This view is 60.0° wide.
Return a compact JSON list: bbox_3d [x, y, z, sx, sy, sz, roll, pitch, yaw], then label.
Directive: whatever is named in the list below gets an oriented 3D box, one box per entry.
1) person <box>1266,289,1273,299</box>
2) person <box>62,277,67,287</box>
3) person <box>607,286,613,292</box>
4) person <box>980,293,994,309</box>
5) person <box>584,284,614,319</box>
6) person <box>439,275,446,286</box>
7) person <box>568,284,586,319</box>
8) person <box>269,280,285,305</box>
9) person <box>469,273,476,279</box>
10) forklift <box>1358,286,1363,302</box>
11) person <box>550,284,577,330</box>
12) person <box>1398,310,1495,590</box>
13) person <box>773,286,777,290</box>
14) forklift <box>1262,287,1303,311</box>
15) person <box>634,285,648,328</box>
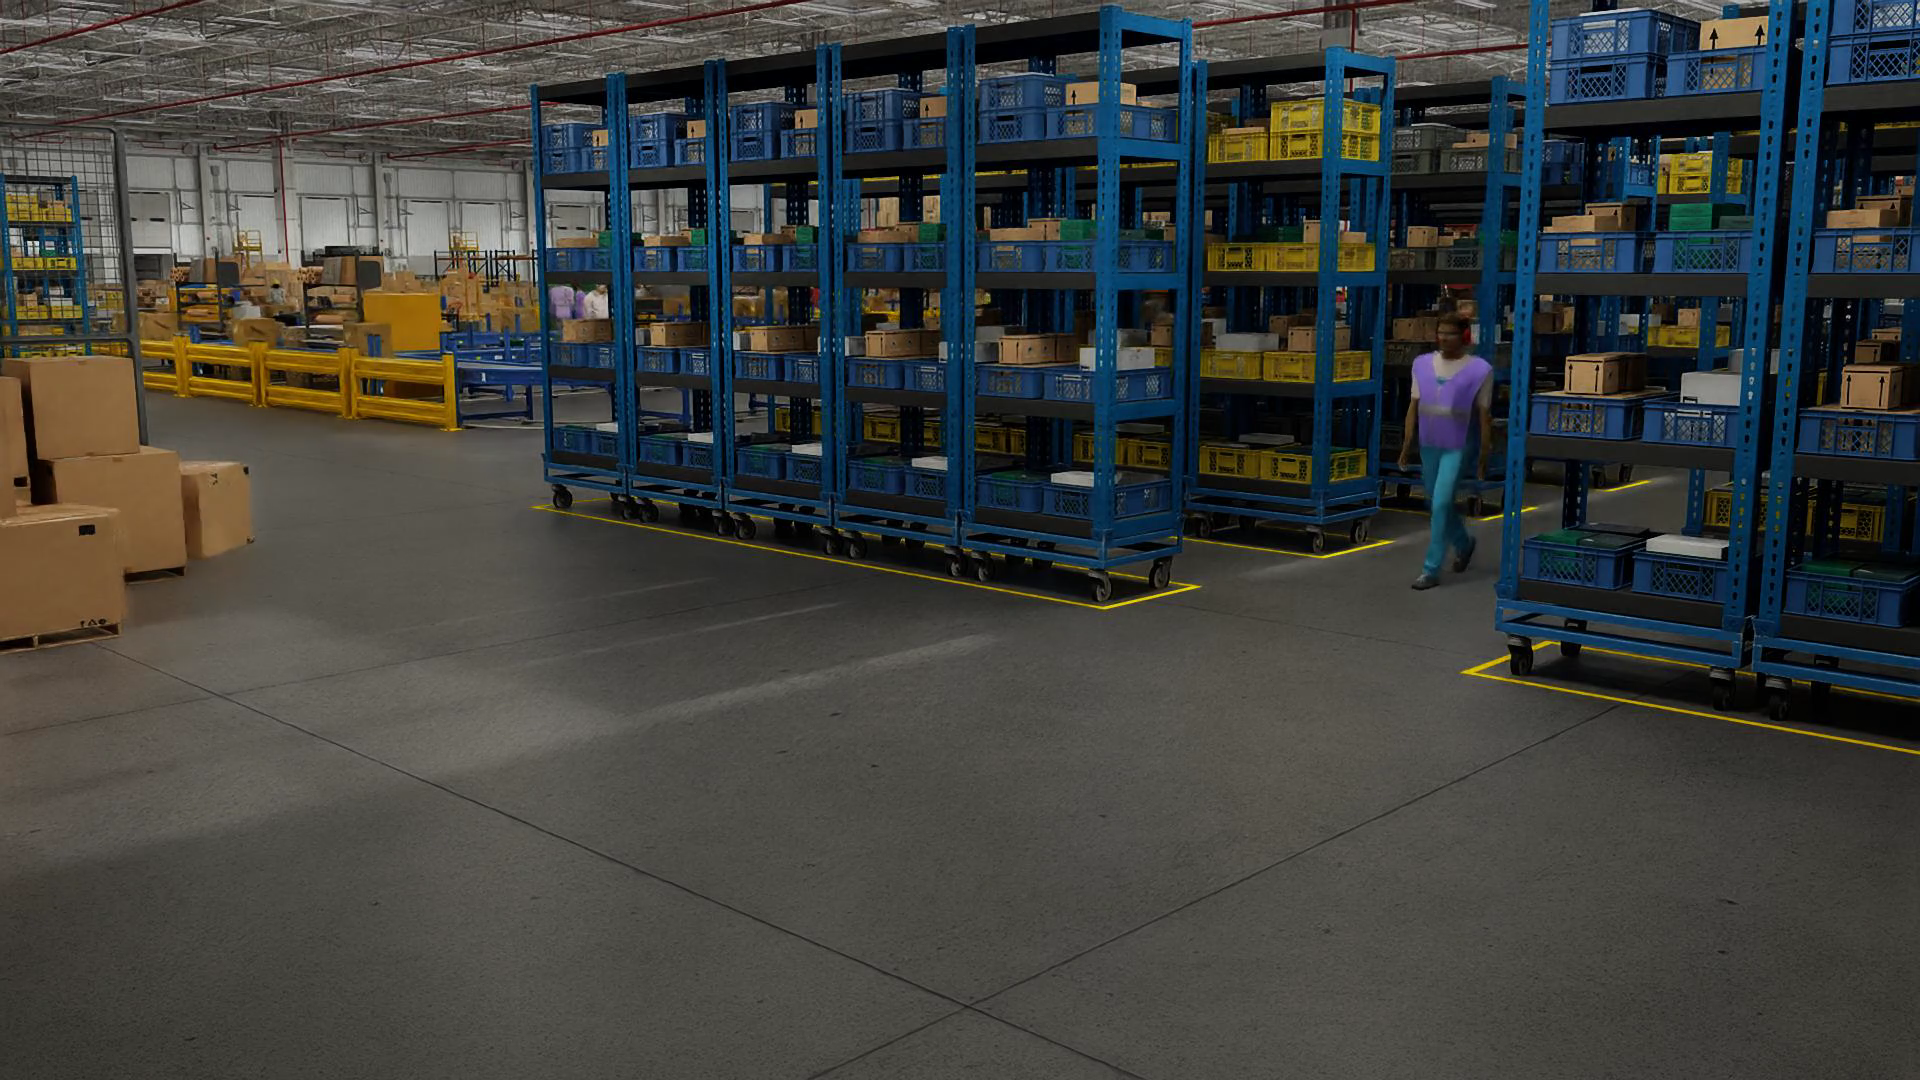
[{"bbox_3d":[11.121,-8.805,60.611,0.678,2.005,0.634,0,9,-3],"label":"person"},{"bbox_3d":[-44.760,-12.353,82.922,0.540,1.818,1.006,8,12,41],"label":"person"},{"bbox_3d":[-12.732,-8.682,61.004,0.515,1.630,0.415,4,10,23],"label":"person"},{"bbox_3d":[0.405,-2.719,24.164,0.921,1.711,0.543,-8,12,-39],"label":"person"},{"bbox_3d":[-7.063,-4.200,32.726,0.395,1.900,0.645,9,13,43],"label":"person"},{"bbox_3d":[-19.444,-9.058,62.617,0.554,1.854,0.548,-9,13,-43],"label":"person"},{"bbox_3d":[-8.886,-5.219,38.969,0.573,1.917,0.557,-4,10,-23],"label":"person"},{"bbox_3d":[-23.445,-8.084,57.117,0.500,1.691,0.925,-4,10,-24],"label":"person"},{"bbox_3d":[-17.260,-8.444,58.716,0.389,1.906,0.590,5,11,29],"label":"person"},{"bbox_3d":[11.100,-7.017,46.970,1.873,2.768,1.129,9,13,43],"label":"forklift"},{"bbox_3d":[-8.997,-5.063,37.662,0.681,2.007,0.645,4,10,24],"label":"person"},{"bbox_3d":[3.246,-0.611,10.964,0.883,1.817,0.569,-8,12,-41],"label":"person"},{"bbox_3d":[-6.955,-8.842,61.648,0.739,1.732,0.537,0,9,-2],"label":"person"},{"bbox_3d":[10.769,-8.203,54.240,1.129,2.768,1.873,8,12,42],"label":"forklift"},{"bbox_3d":[-10.078,-7.329,52.236,0.622,1.777,0.937,-9,13,-43],"label":"person"}]
